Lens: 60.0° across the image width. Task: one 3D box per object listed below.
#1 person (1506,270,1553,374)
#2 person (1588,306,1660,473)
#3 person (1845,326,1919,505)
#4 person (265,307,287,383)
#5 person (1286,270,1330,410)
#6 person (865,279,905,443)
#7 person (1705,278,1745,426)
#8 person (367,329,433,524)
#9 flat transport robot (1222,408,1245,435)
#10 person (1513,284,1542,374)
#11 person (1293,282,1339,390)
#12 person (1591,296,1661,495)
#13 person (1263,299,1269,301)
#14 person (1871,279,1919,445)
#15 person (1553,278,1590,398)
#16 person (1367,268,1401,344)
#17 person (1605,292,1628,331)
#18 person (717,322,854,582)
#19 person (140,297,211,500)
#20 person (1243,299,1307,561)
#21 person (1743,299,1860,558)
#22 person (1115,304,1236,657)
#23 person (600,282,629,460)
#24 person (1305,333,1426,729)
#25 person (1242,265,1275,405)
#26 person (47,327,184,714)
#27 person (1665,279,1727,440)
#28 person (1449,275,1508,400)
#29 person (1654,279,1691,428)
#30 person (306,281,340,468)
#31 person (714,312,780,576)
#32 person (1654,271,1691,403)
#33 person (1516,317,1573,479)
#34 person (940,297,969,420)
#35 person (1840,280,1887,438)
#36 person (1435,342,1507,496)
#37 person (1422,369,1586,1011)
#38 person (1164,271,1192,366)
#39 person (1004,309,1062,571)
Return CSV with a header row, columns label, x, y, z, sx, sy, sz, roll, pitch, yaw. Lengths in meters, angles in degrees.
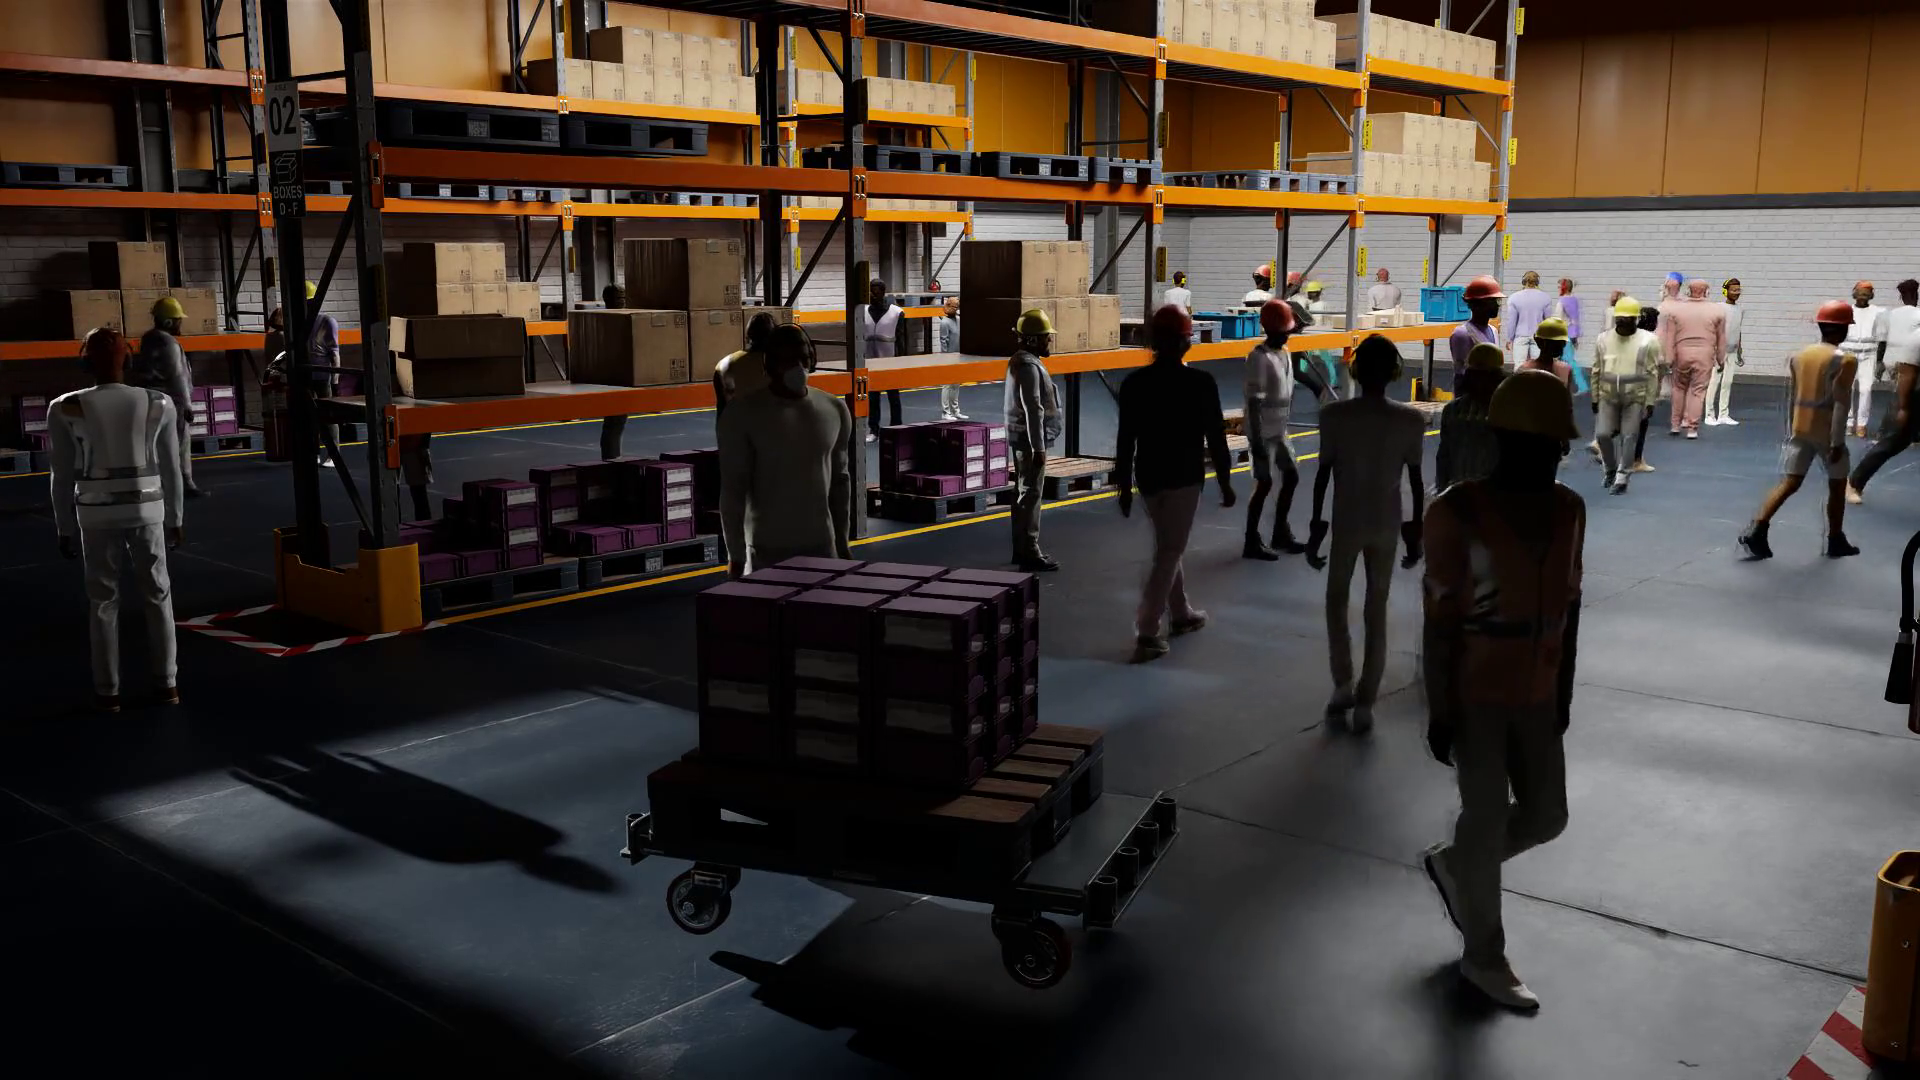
label,x,y,z,sx,sy,sz,roll,pitch,yaw
person,8.105,-2.869,23.732,0.627,1.941,0.371,1,10,8
person,6.718,-1.505,16.714,0.559,1.682,0.544,-1,10,-5
person,8.201,-1.252,14.236,0.701,2.000,1.128,-4,11,-23
person,-7.265,-1.685,17.893,0.492,1.625,0.282,7,12,34
person,4.643,-2.686,22.649,0.862,1.967,0.609,-1,10,-6
person,-0.905,-2.057,19.219,0.593,1.907,0.409,4,11,22
person,9.792,-2.395,21.226,0.518,1.873,0.328,-3,10,-18
person,-3.978,-0.657,11.820,0.535,1.699,0.318,2,10,12
flat transport robot,3.329,-1.464,20.479,0.652,0.197,1.431,8,13,40
person,8.814,-3.141,25.774,0.325,1.767,0.533,-3,10,-17
person,5.649,-3.244,26.485,0.914,1.715,0.539,-2,10,-10
person,6.068,-1.315,15.222,0.606,1.816,0.436,7,12,36
person,3.708,-2.110,20.282,0.311,1.635,0.511,-6,12,-30
person,10.690,-1.991,18.838,0.981,1.910,0.625,-4,11,-22
person,9.176,-3.061,25.248,0.971,1.804,0.576,8,13,39
person,7.276,-3.726,28.718,0.639,1.904,0.402,-3,10,-18
person,9.812,-2.918,24.964,0.345,1.612,0.595,0,10,1
person,-0.742,0.027,7.240,0.632,1.938,0.359,-6,12,-32
person,-7.055,-1.258,14.886,0.648,1.820,0.449,9,14,43
person,2.238,-0.781,11.956,0.442,1.899,0.633,7,12,36
person,6.163,-0.793,12.056,0.948,1.904,0.556,-4,11,-22
person,1.201,-0.342,9.353,0.620,1.951,0.988,9,13,42
person,-3.226,-1.442,15.611,0.370,1.940,0.630,-3,10,-18
person,1.921,-0.049,7.905,0.566,1.852,0.542,1,10,7
person,3.963,-2.590,21.876,0.388,2.034,0.605,-6,11,-30
person,-4.089,-0.093,8.106,0.576,1.880,0.351,-7,12,-34
person,8.773,-2.152,19.828,0.658,1.874,0.857,6,11,29
person,4.006,-1.017,12.879,0.365,2.048,0.607,8,13,39
person,8.938,-2.352,21.025,0.655,1.853,0.977,-4,11,-22
person,-6.663,-1.697,17.132,0.592,1.919,0.398,3,10,18
person,-1.296,-0.578,10.996,0.626,1.836,0.429,2,10,9
person,10.387,-2.944,24.187,0.500,1.924,0.614,-2,10,-11
person,4.268,-0.746,12.172,0.522,1.758,0.350,-5,11,-24
person,-0.092,-2.374,21.813,0.298,1.623,0.503,5,11,28
person,10.692,-2.152,19.826,0.603,1.864,0.660,5,11,26
person,2.863,-0.222,9.213,0.487,1.746,0.289,7,12,33
person,1.618,0.430,5.047,0.587,1.911,0.526,-4,11,-23
person,3.712,-3.629,28.277,0.519,1.865,0.328,5,11,25
person,0.515,-0.702,11.696,0.404,1.833,0.590,-1,10,-8
